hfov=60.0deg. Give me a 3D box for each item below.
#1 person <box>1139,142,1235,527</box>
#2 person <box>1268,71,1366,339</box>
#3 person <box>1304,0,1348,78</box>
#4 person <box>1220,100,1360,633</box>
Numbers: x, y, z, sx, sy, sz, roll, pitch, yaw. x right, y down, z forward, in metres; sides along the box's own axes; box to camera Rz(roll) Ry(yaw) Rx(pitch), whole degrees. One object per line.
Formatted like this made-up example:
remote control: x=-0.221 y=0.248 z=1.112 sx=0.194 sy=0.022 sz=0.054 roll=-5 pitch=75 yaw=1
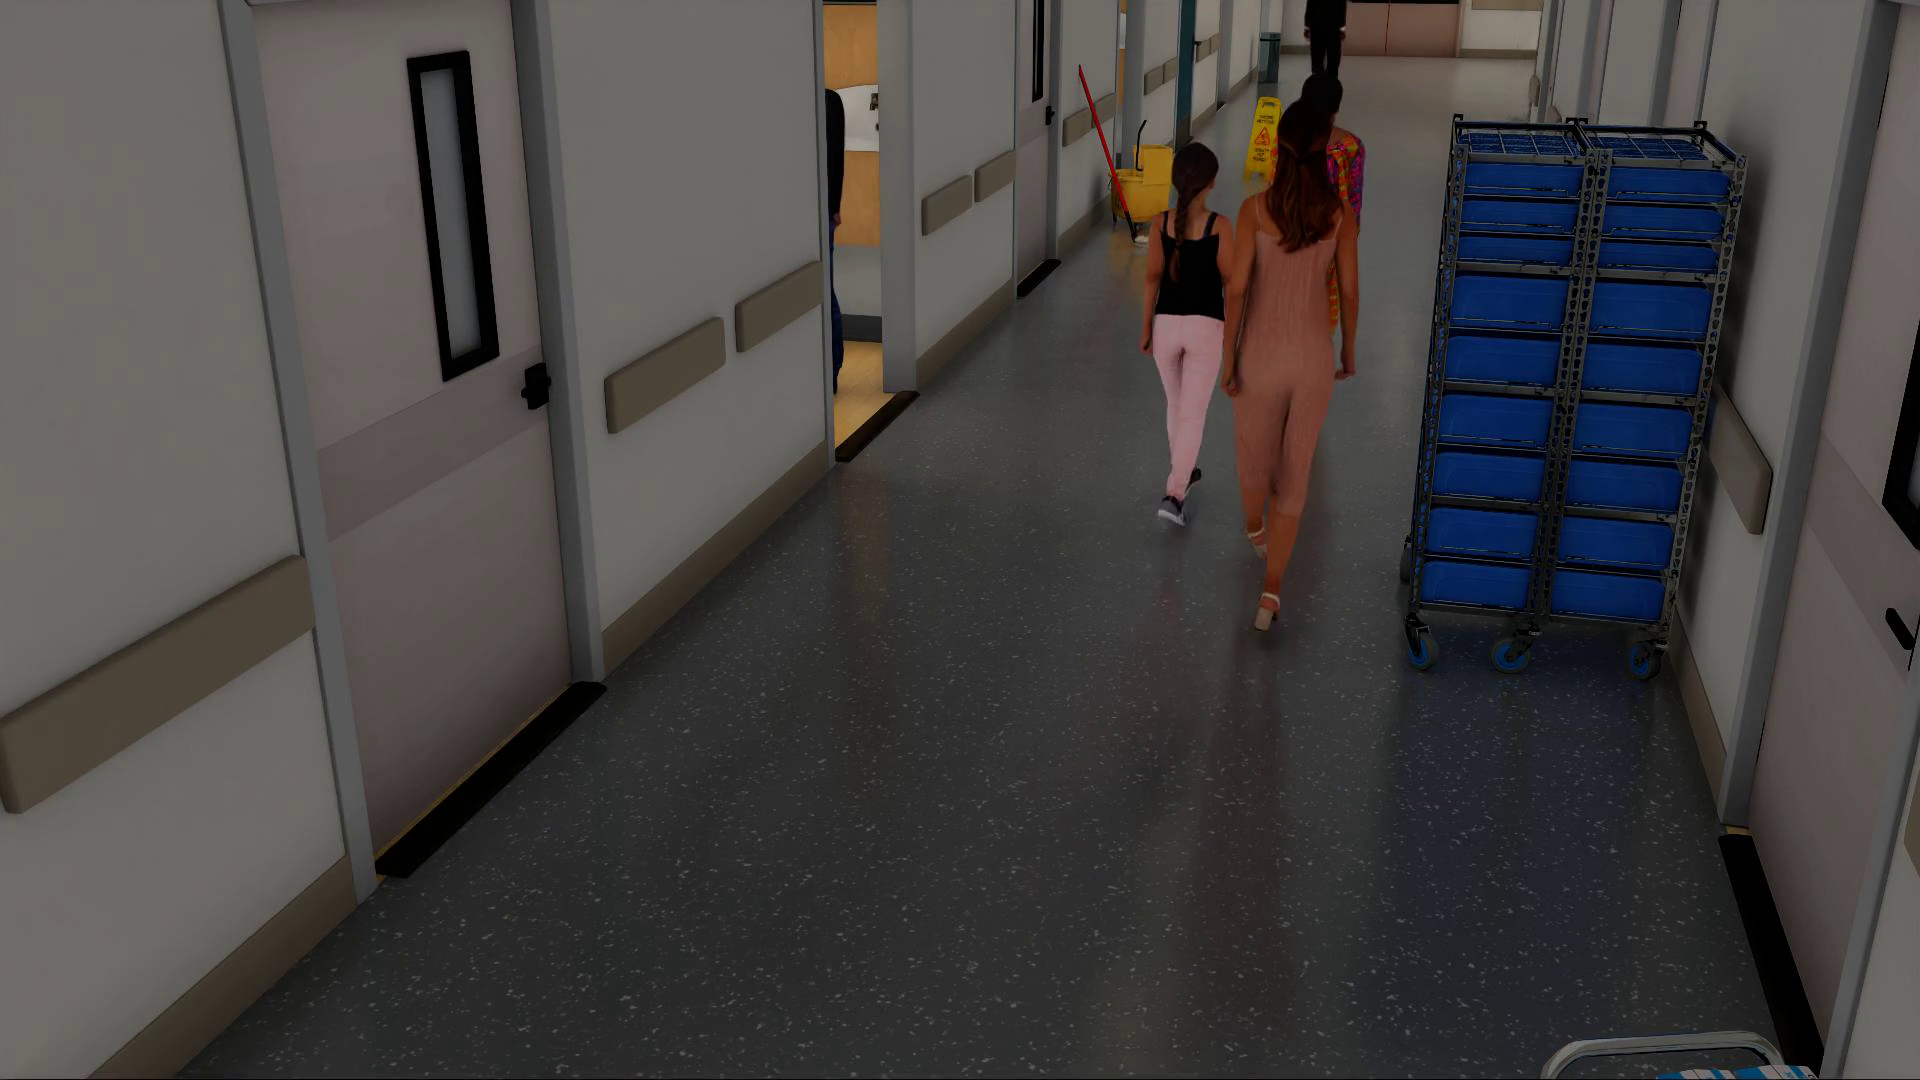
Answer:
person: x=0.917 y=-0.798 z=6.758 sx=0.612 sy=1.533 sz=1.048 roll=8 pitch=22 yaw=20
person: x=1.797 y=-1.555 z=8.545 sx=0.711 sy=1.667 sz=0.845 roll=9 pitch=23 yaw=23
person: x=4.920 y=-6.922 z=22.414 sx=0.757 sy=1.896 sz=0.765 roll=7 pitch=22 yaw=18
person: x=1.118 y=-0.544 z=5.732 sx=0.685 sy=1.785 sz=1.110 roll=3 pitch=21 yaw=9
